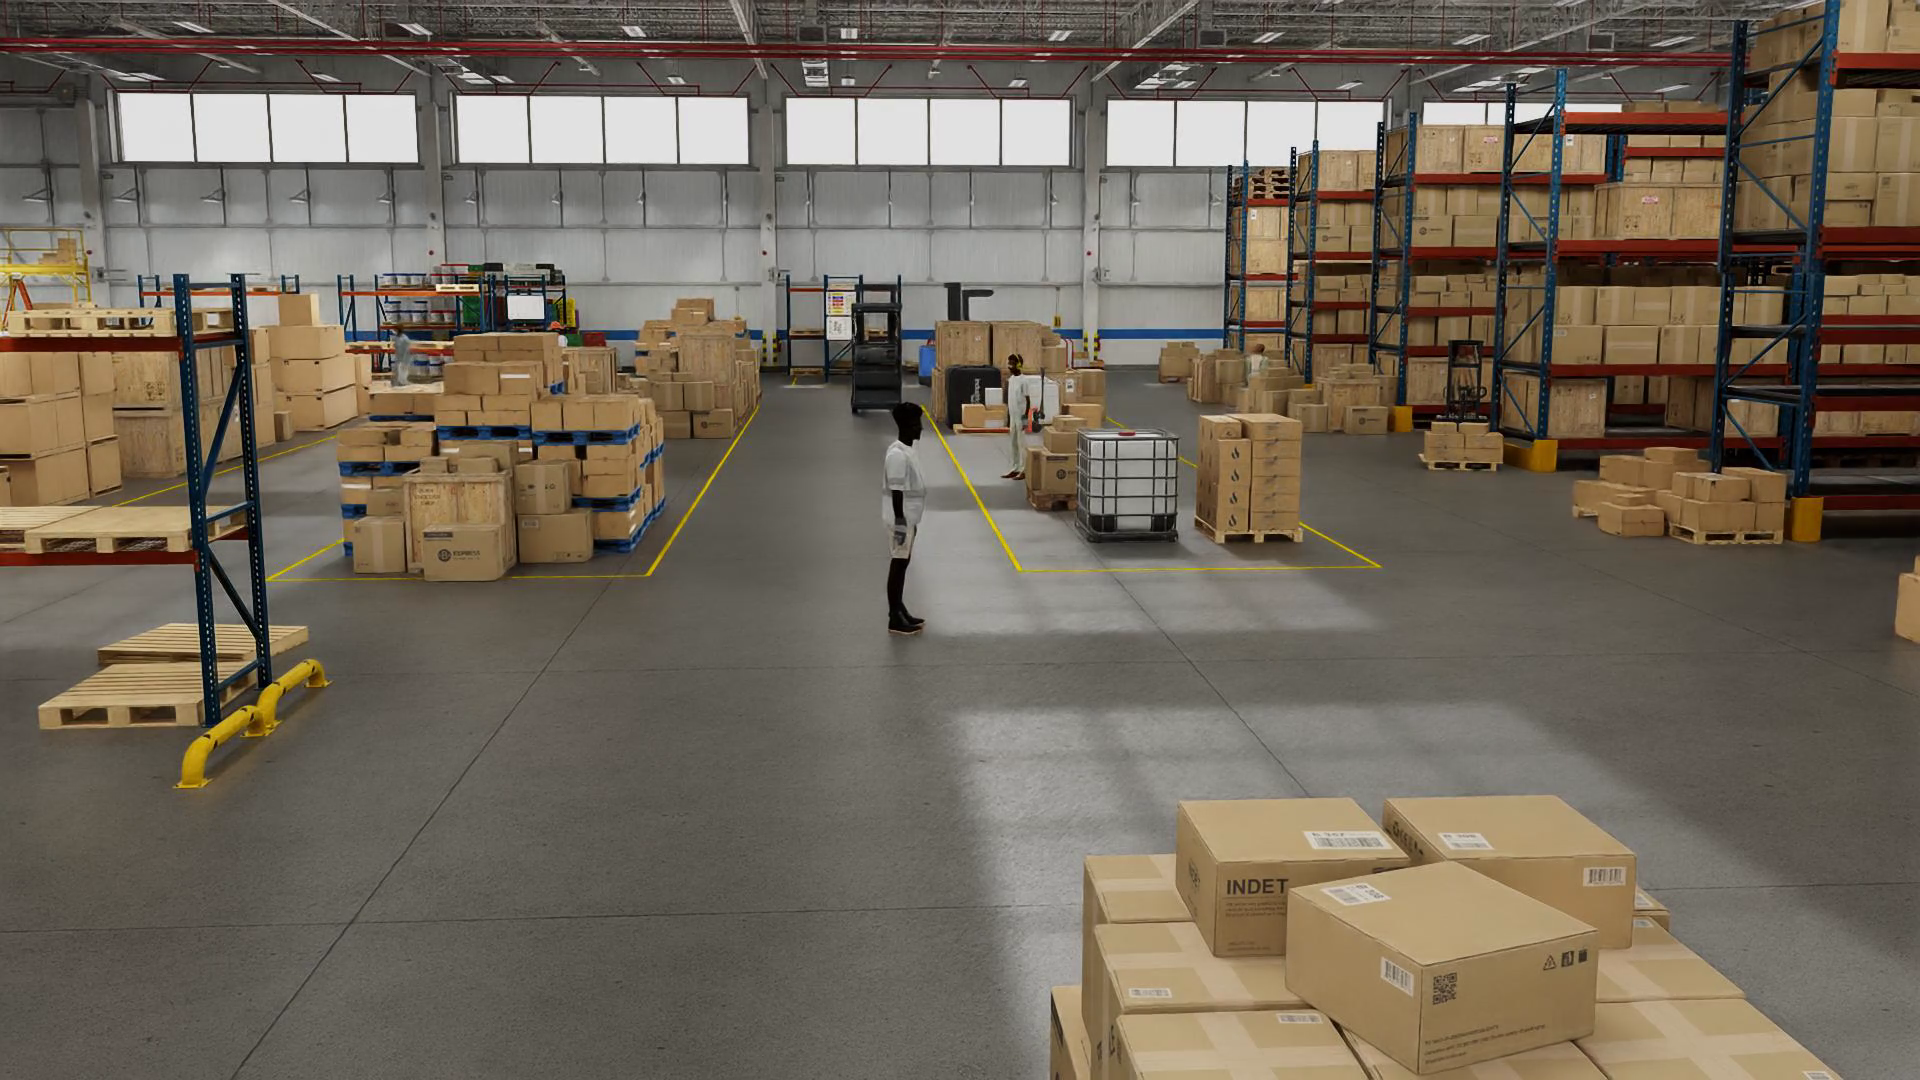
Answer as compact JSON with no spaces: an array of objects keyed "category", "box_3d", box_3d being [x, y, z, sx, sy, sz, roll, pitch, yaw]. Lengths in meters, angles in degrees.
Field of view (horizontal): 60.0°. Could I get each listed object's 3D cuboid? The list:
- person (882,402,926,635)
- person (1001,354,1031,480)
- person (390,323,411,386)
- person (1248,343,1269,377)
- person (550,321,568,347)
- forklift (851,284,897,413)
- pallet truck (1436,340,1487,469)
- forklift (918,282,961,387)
[{"category":"person","box_3d":[-0.473,-0.192,14.096,0.370,1.966,0.608,1,9,6]},{"category":"person","box_3d":[0.847,-1.815,24.609,0.309,1.864,0.535,-5,10,-29]},{"category":"person","box_3d":[-13.043,-4.096,38.767,0.445,1.924,0.629,-8,12,-41]},{"category":"person","box_3d":[6.211,-3.317,34.823,0.701,1.615,0.524,-8,12,-42]},{"category":"person","box_3d":[-9.572,-4.225,39.506,0.354,1.939,0.544,6,11,33]},{"category":"forklift","box_3d":[-1.858,-4.257,36.763,1.129,2.768,1.873,-1,9,-5]},{"category":"pallet truck","box_3d":[8.004,-2.170,26.422,0.823,1.965,1.885,2,9,14]},{"category":"forklift","box_3d":[-0.184,-5.567,44.987,1.873,2.768,1.129,-1,9,-4]}]
